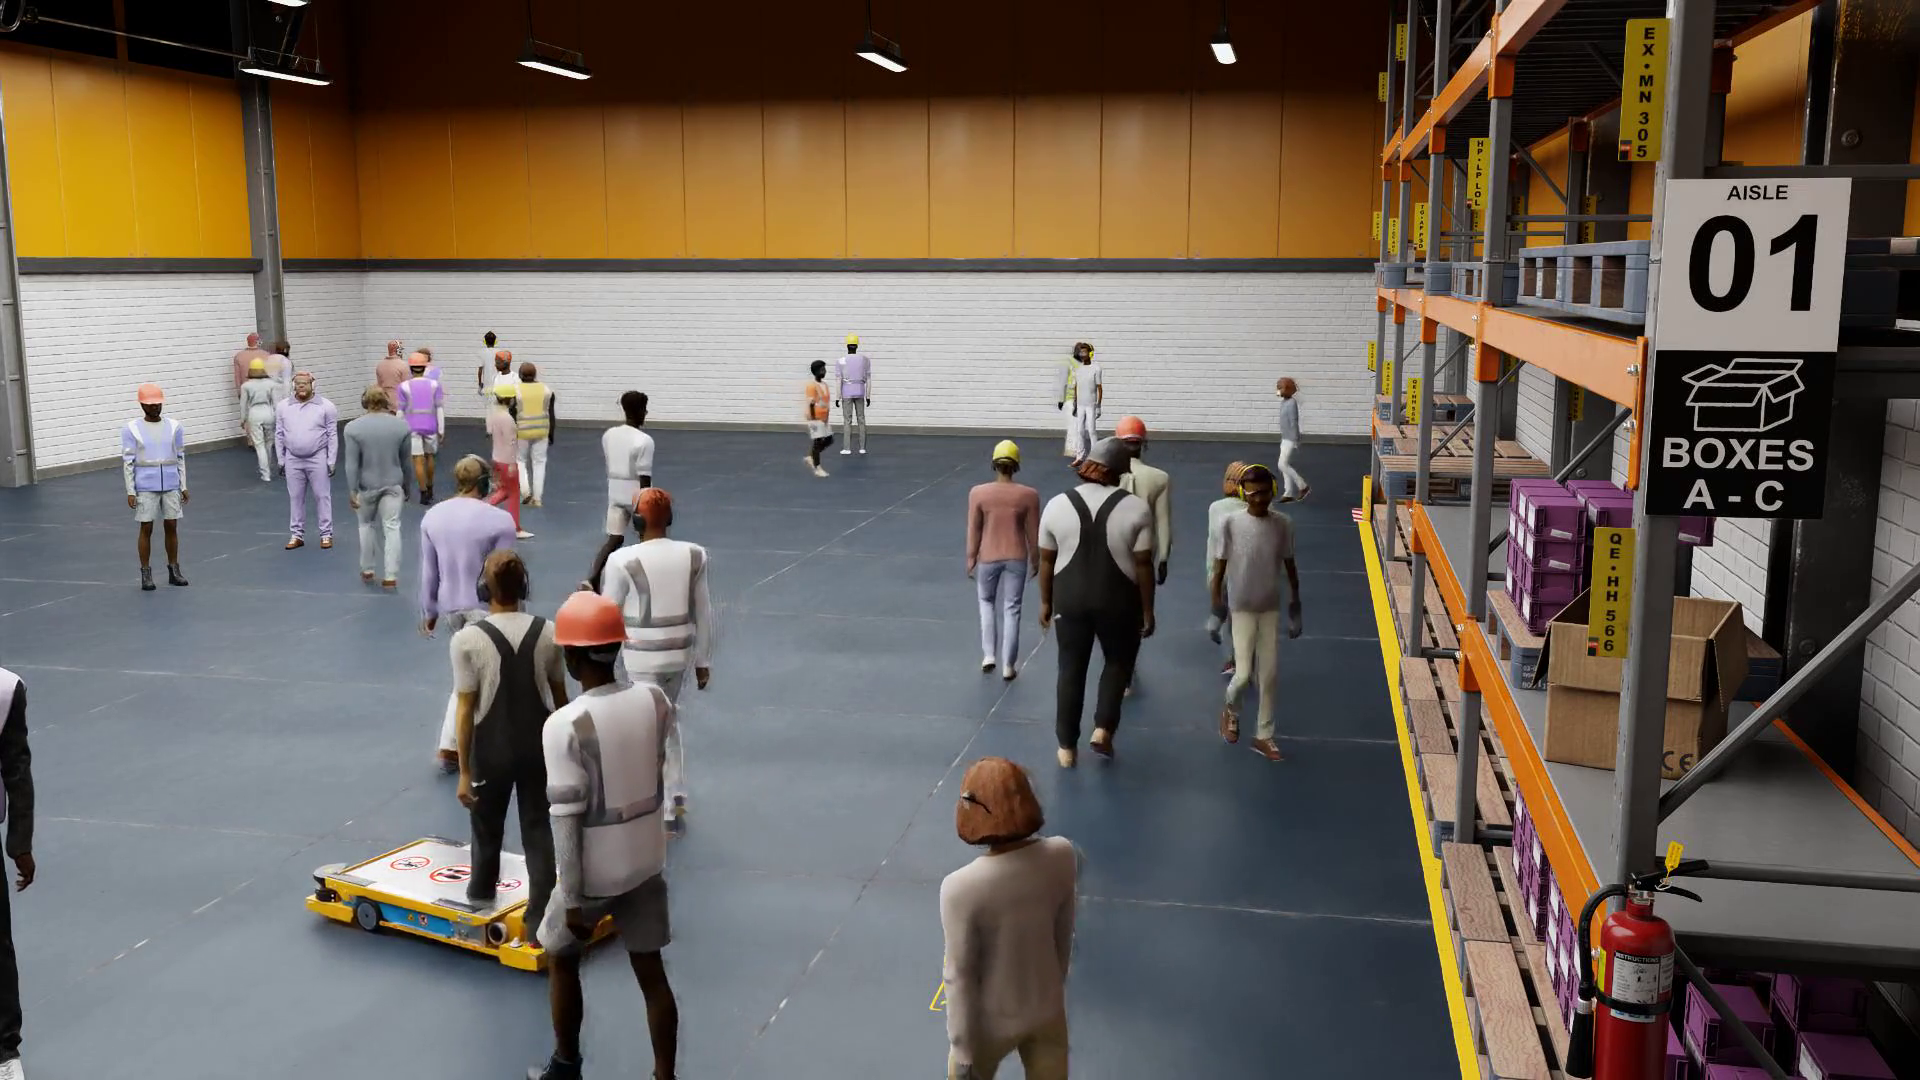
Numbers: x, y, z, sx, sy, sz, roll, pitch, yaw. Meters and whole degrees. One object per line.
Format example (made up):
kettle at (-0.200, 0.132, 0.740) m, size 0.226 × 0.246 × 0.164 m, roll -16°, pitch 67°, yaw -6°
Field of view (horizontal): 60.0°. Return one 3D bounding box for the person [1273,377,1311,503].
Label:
person at (4.172, -1.254, 21.024) m, size 0.390 × 1.619 × 0.520 m, roll 0°, pitch 9°, yaw -2°

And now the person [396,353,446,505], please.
person at (-6.897, -1.427, 21.204) m, size 0.570 × 1.905 × 0.875 m, roll -5°, pitch 11°, yaw -27°

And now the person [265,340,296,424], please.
person at (-11.155, -2.357, 27.157) m, size 0.627 × 1.803 × 0.866 m, roll 5°, pitch 11°, yaw 29°

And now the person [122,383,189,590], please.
person at (-7.501, -0.503, 15.558) m, size 0.551 × 1.934 × 0.373 m, roll -9°, pitch 13°, yaw -42°

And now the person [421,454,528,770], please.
person at (-2.978, 0.418, 10.170) m, size 0.650 × 1.892 × 1.025 m, roll 3°, pitch 10°, yaw 20°

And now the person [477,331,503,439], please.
person at (-8.126, -2.687, 28.912) m, size 0.521 × 1.874 × 0.327 m, roll -4°, pitch 10°, yaw -21°

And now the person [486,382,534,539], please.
person at (-5.037, -0.864, 18.266) m, size 0.578 × 1.750 × 0.537 m, roll -6°, pitch 11°, yaw -34°

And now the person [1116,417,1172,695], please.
person at (1.181, 0.086, 11.985) m, size 0.629 × 1.938 × 1.019 m, roll -1°, pitch 9°, yaw -4°

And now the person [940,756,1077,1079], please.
person at (0.184, 1.430, 4.925) m, size 0.504 × 1.600 × 0.810 m, roll -6°, pitch 11°, yaw -31°

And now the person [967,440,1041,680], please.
person at (0.328, 0.138, 12.263) m, size 0.547 × 1.744 × 0.588 m, roll 0°, pitch 9°, yaw 2°

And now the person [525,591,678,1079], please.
person at (-1.290, 1.119, 5.886) m, size 0.823 × 1.907 × 0.566 m, roll 8°, pitch 13°, yaw 42°

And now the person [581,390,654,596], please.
person at (-2.994, -0.380, 14.865) m, size 0.600 × 1.926 × 0.930 m, roll 5°, pitch 11°, yaw 30°

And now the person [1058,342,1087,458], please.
person at (1.894, -2.177, 26.021) m, size 0.638 × 1.808 × 0.767 m, roll -8°, pitch 13°, yaw -41°

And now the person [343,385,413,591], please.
person at (-5.481, -0.503, 15.654) m, size 0.647 × 1.897 × 0.931 m, roll -6°, pitch 11°, yaw -32°

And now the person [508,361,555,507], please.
person at (-5.355, -1.313, 20.773) m, size 0.629 × 1.828 × 0.449 m, roll -5°, pitch 11°, yaw -27°

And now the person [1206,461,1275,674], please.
person at (2.033, 0.233, 12.062) m, size 0.531 × 1.612 × 0.468 m, roll -1°, pitch 9°, yaw -3°

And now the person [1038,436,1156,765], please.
person at (0.835, 0.353, 10.089) m, size 0.725 × 2.000 × 0.538 m, roll 2°, pitch 10°, yaw 14°

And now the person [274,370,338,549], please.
person at (-6.970, -0.853, 17.742) m, size 0.643 × 1.913 × 0.411 m, roll -1°, pitch 9°, yaw -7°

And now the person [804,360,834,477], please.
person at (-2.036, -1.730, 23.712) m, size 0.419 × 1.684 × 0.539 m, roll 4°, pitch 10°, yaw 25°

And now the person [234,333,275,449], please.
person at (-11.579, -2.454, 27.412) m, size 0.646 × 1.904 × 0.401 m, roll -1°, pitch 9°, yaw -3°

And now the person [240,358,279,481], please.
person at (-9.918, -1.712, 23.527) m, size 0.508 × 1.693 × 0.873 m, roll -7°, pitch 11°, yaw -35°

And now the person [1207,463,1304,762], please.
person at (1.813, 0.436, 10.165) m, size 0.636 × 1.847 × 0.464 m, roll -2°, pitch 10°, yaw -11°

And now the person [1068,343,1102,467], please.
person at (1.881, -1.993, 24.732) m, size 0.520 × 1.873 × 0.333 m, roll 9°, pitch 13°, yaw 42°

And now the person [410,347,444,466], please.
person at (-8.147, -2.042, 25.287) m, size 0.611 × 1.798 × 0.855 m, roll -2°, pitch 10°, yaw -13°

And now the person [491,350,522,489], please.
person at (-6.091, -1.611, 22.387) m, size 0.572 × 1.886 × 0.355 m, roll 6°, pitch 11°, yaw 33°

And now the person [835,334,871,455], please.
person at (-1.708, -2.316, 26.506) m, size 0.594 × 1.926 × 0.366 m, roll -3°, pitch 10°, yaw -20°

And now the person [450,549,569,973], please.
person at (-1.976, 0.931, 7.281) m, size 0.536 × 1.809 × 0.793 m, roll -6°, pitch 11°, yaw -32°

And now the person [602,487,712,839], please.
person at (-1.649, 0.643, 8.884) m, size 0.589 × 1.865 × 0.603 m, roll -8°, pitch 12°, yaw -41°

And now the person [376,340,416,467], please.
person at (-8.383, -2.032, 24.860) m, size 0.643 × 1.909 × 0.410 m, roll 4°, pitch 10°, yaw 25°

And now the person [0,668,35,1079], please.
person at (-3.658, 1.099, 6.003) m, size 0.589 × 1.905 × 0.392 m, roll -3°, pitch 10°, yaw -19°

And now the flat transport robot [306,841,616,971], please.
flat transport robot at (-2.258, 1.639, 7.658) m, size 1.431 × 0.197 × 0.652 m, roll 5°, pitch 11°, yaw 29°
